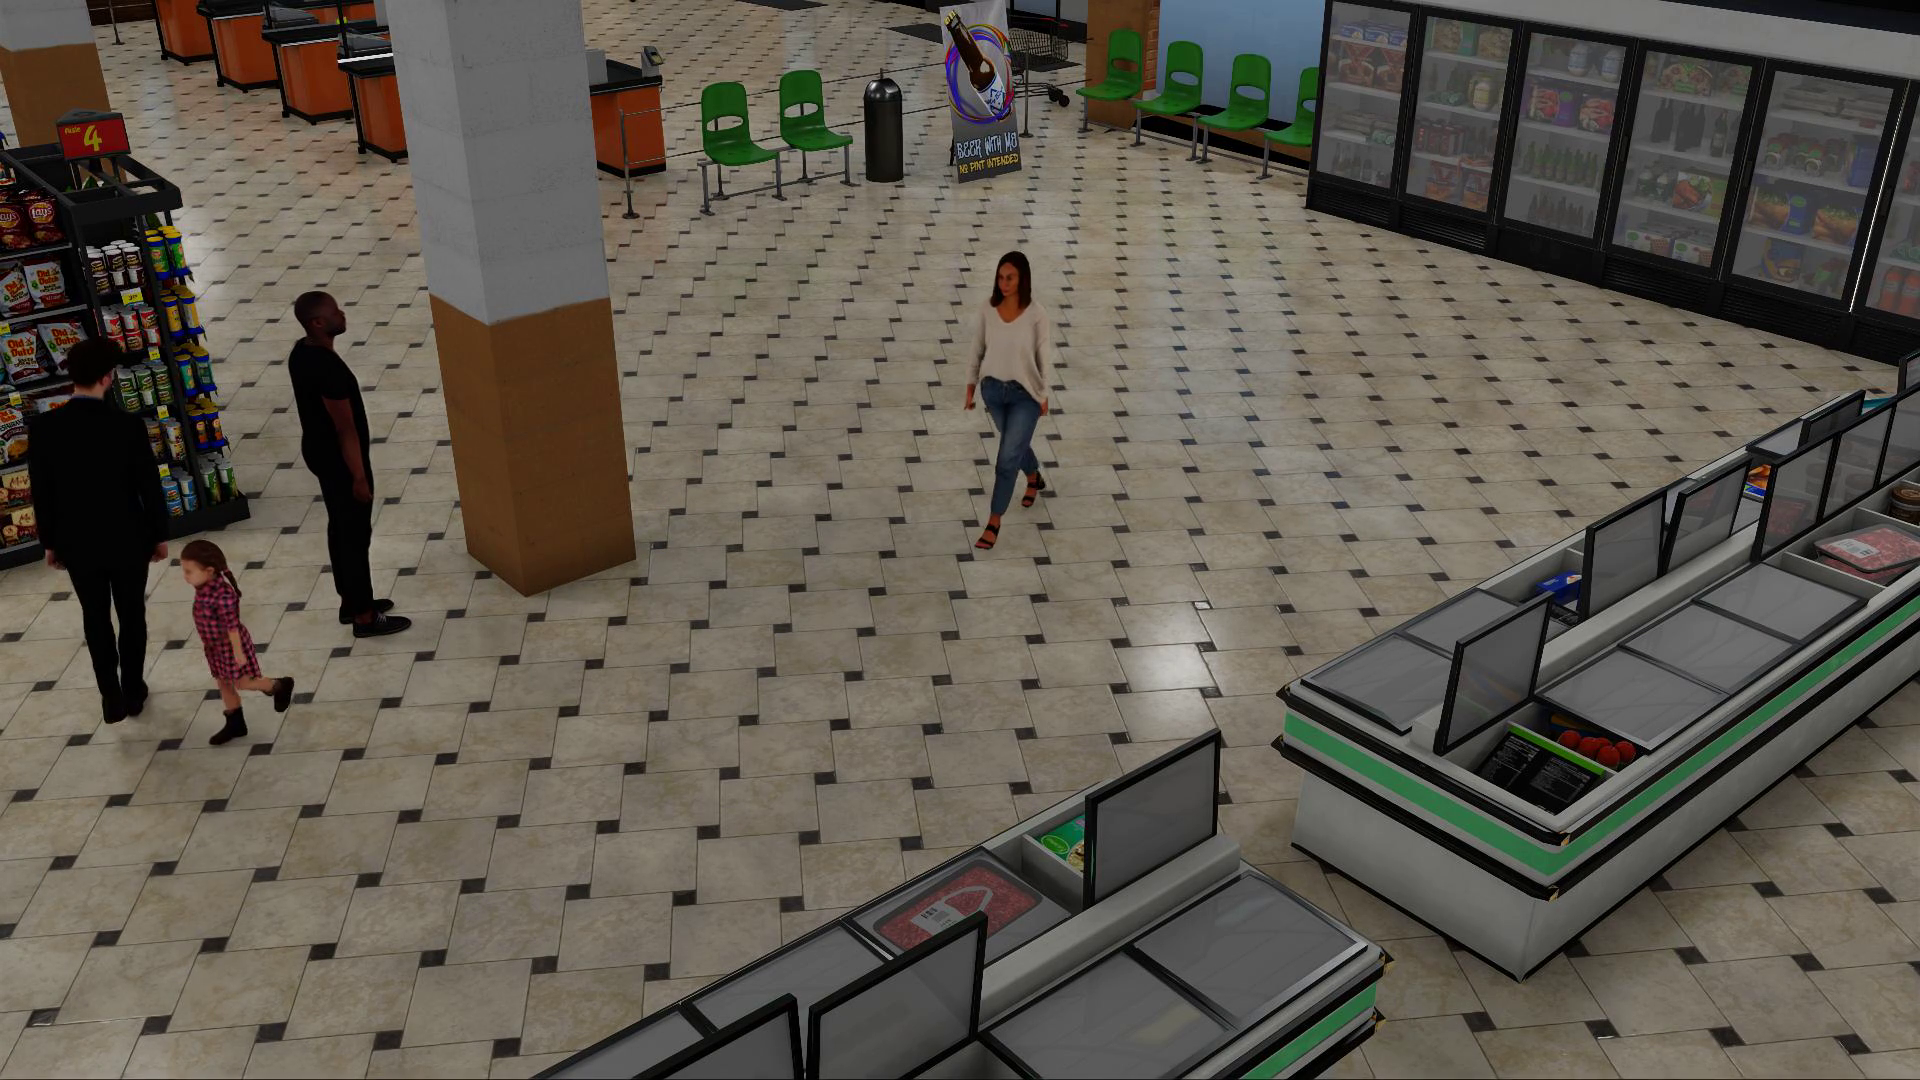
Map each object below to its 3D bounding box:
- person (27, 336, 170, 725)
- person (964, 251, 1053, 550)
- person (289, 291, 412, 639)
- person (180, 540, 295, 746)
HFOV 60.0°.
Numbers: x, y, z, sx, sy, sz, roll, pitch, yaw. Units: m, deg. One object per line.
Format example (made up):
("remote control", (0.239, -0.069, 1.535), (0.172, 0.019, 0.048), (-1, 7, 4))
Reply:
("person", (-3.875, 0.032, 7.541), (0.934, 1.853, 0.952), (-10, 29, -20))
("person", (0.336, -0.838, 9.499), (0.884, 1.635, 1.167), (14, 30, 26))
("person", (-3.130, -0.368, 8.391), (0.593, 1.798, 0.685), (-17, 31, -30))
("person", (-3.330, 0.453, 7.648), (0.483, 1.006, 0.672), (22, 34, 36))
